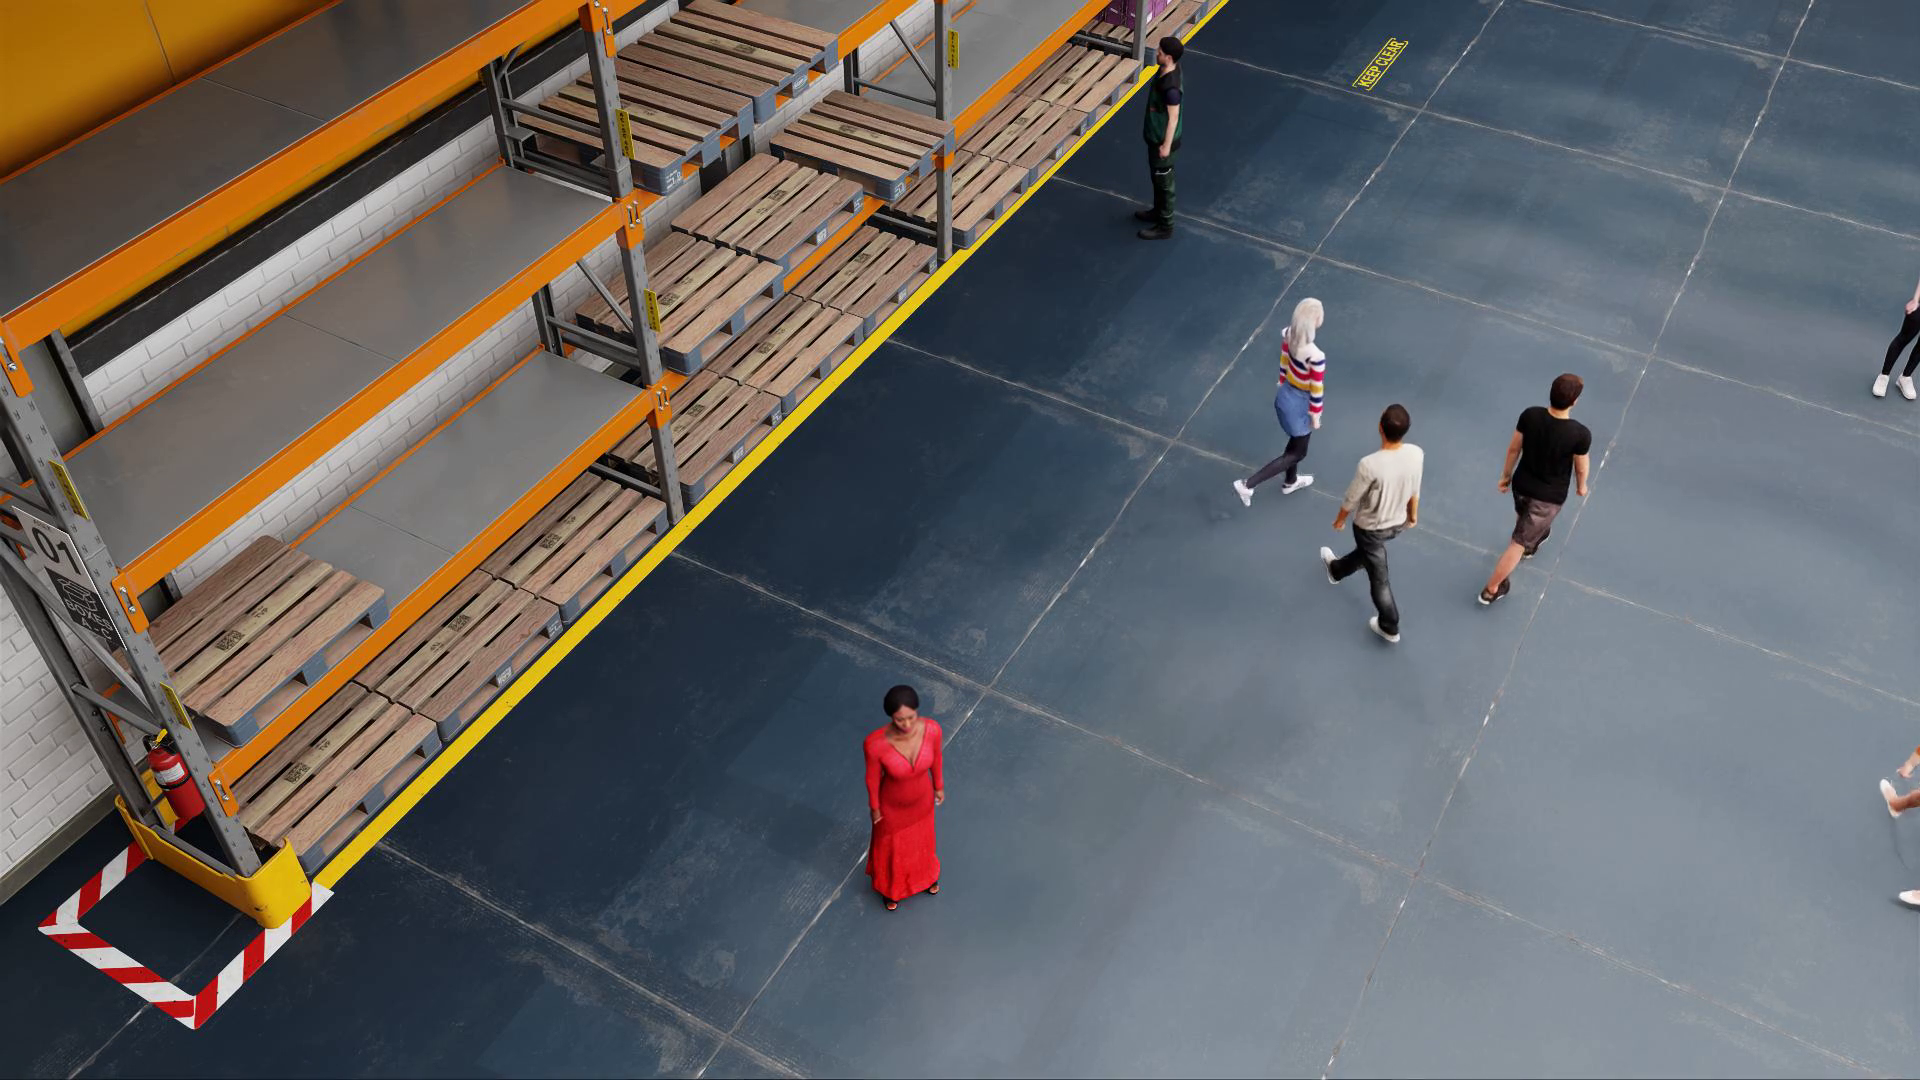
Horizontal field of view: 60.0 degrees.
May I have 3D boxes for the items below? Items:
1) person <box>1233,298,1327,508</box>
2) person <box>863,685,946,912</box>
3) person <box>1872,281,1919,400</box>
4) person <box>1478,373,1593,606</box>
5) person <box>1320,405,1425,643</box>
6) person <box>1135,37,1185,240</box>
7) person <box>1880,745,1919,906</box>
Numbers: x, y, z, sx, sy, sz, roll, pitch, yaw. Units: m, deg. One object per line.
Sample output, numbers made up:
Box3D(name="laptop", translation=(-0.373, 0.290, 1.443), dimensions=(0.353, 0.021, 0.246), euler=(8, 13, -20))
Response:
Box3D(name="person", translation=(2.358, -0.959, 12.017), dimensions=(1.094, 1.790, 1.015), euler=(-13, 45, -13))
Box3D(name="person", translation=(-0.312, 1.460, 9.482), dimensions=(0.712, 1.784, 0.791), euler=(-16, 46, -16))
Box3D(name="person", translation=(7.640, -1.852, 12.990), dimensions=(0.648, 1.742, 0.624), euler=(8, 44, 8))
Box3D(name="person", translation=(3.935, -0.340, 11.352), dimensions=(1.247, 1.812, 0.896), euler=(-33, 52, -30))
Box3D(name="person", translation=(2.849, -0.052, 11.085), dimensions=(1.196, 1.762, 1.157), euler=(-18, 47, -18))
Box3D(name="person", translation=(1.800, -3.551, 14.659), dimensions=(0.822, 1.899, 0.692), euler=(0, 44, 0))
Box3D(name="person", translation=(5.827, 1.393, 9.643), dimensions=(1.142, 1.660, 1.240), euler=(-10, 44, -10))
